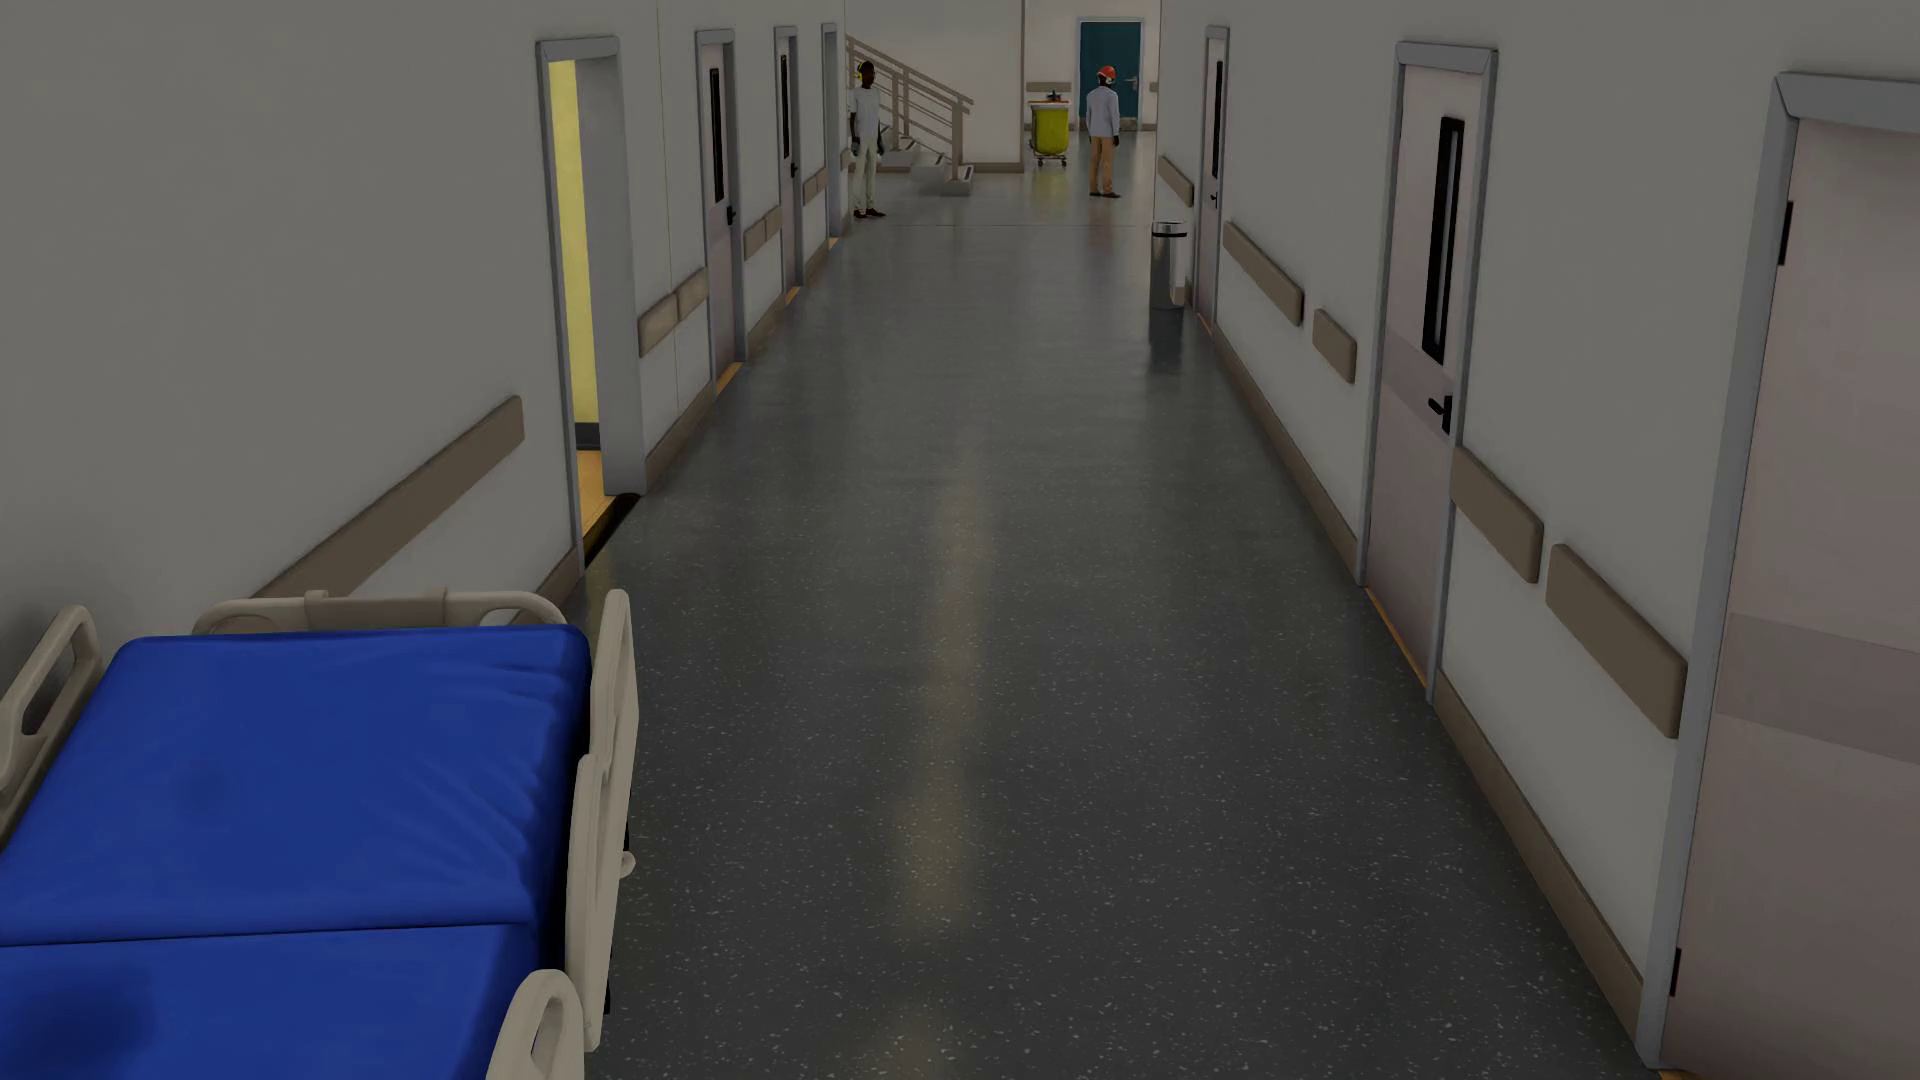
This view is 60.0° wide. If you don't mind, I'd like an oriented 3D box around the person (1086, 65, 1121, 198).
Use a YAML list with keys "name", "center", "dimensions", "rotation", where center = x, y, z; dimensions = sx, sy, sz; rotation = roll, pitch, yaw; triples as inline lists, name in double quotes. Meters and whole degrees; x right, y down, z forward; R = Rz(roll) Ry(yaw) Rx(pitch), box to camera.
- name: "person"
  center: [1.960, -5.507, 22.477]
  dimensions: [0.345, 1.745, 0.570]
  rotation: [-15, 23, -39]

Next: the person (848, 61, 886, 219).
- name: "person"
  center: [-1.131, -4.873, 20.285]
  dimensions: [0.328, 1.872, 0.509]
  rotation: [16, 24, 41]
